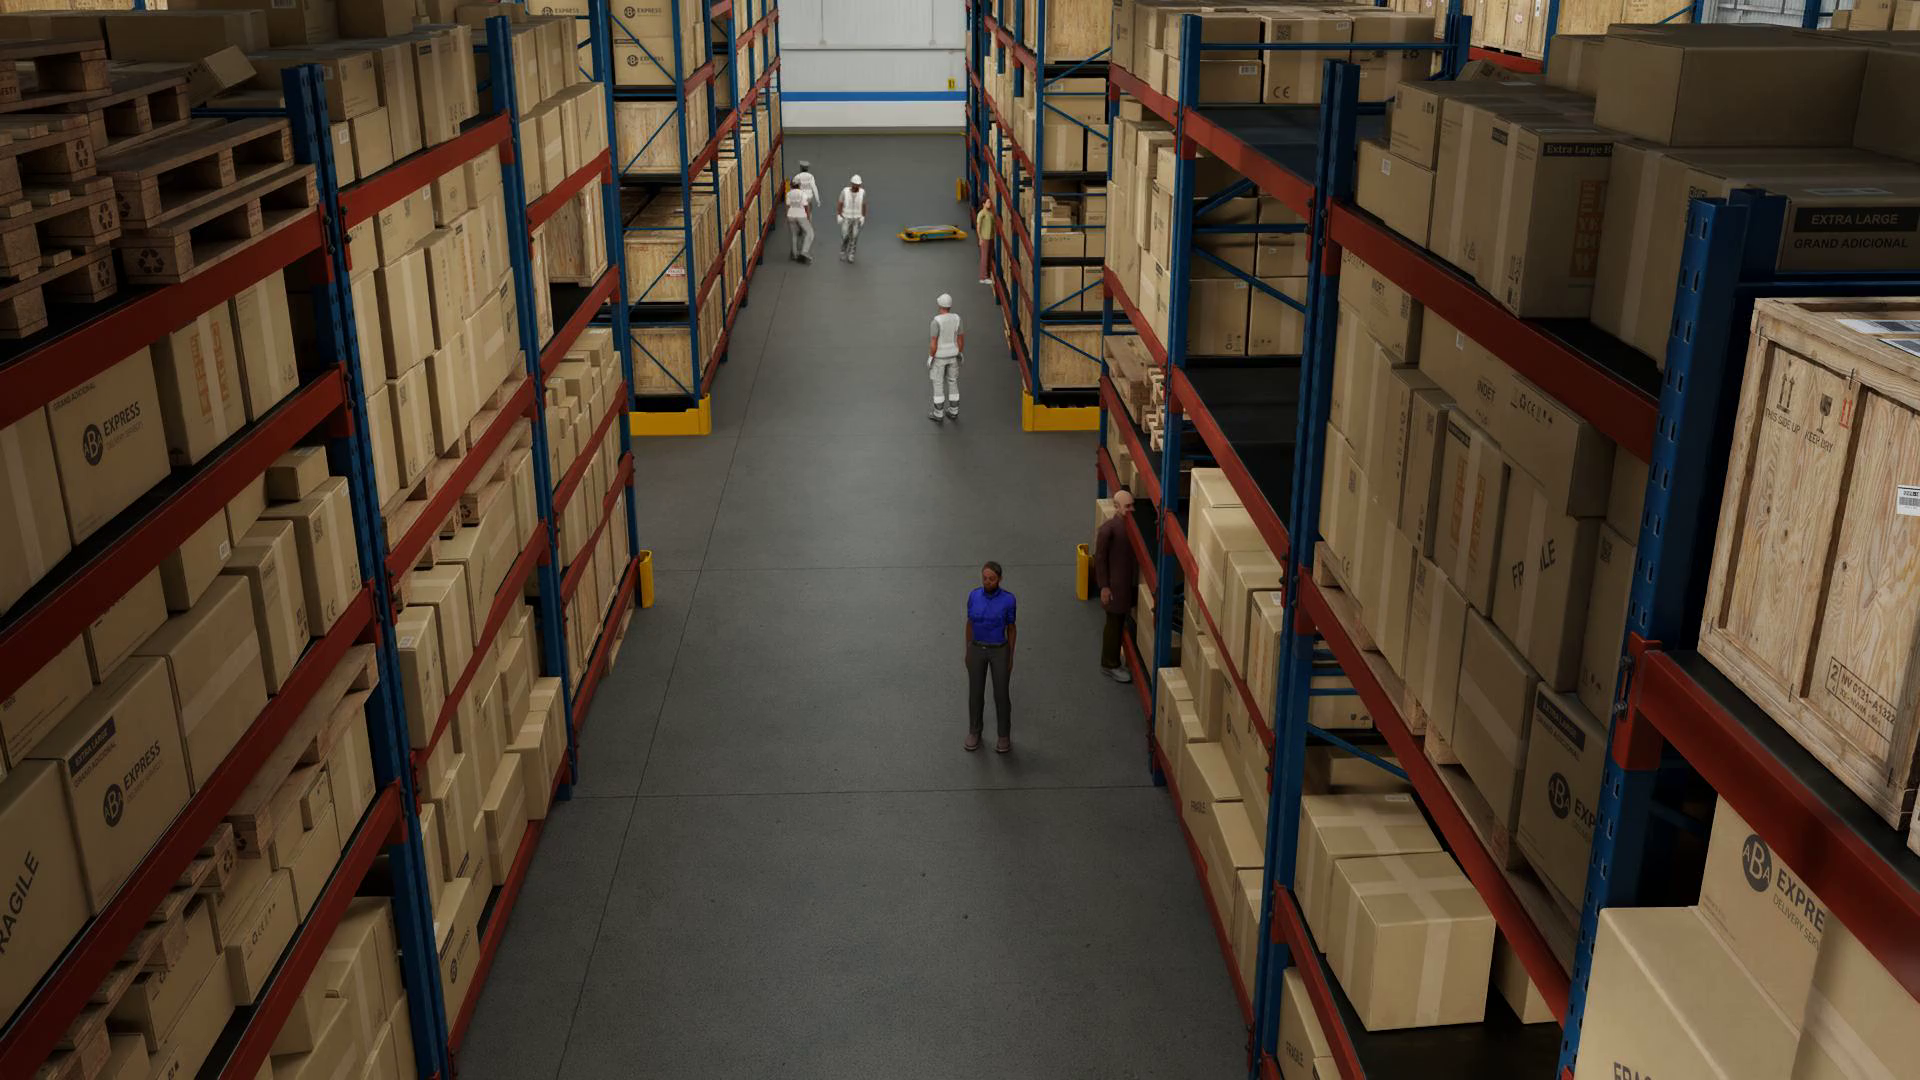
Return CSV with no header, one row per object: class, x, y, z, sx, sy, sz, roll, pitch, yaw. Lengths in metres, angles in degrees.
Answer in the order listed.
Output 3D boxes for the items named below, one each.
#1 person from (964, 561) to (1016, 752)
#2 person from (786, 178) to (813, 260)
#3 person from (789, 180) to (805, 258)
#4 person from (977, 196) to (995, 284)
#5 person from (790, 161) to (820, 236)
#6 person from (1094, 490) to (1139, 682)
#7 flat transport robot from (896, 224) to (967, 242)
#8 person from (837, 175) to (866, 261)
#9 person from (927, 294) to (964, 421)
person,0.245,0.975,14.039,0.434,1.656,0.361,4,21,10
person,-3.318,-6.624,34.392,0.631,1.657,0.550,8,22,20
person,-3.406,-6.756,34.832,0.362,1.607,0.612,12,24,29
person,0.538,-5.835,32.263,0.393,1.671,0.435,11,23,26
person,-3.444,-7.542,36.781,0.625,1.665,0.769,-6,21,-16
person,1.578,0.420,15.344,0.499,1.779,0.567,19,28,41
flat transport robot,-0.631,-6.809,36.970,1.431,0.255,0.659,-9,22,-23
person,-2.213,-6.599,34.138,0.598,1.771,0.439,-4,21,-10
person,-0.224,-2.580,23.373,0.548,1.794,0.381,-12,23,-29
